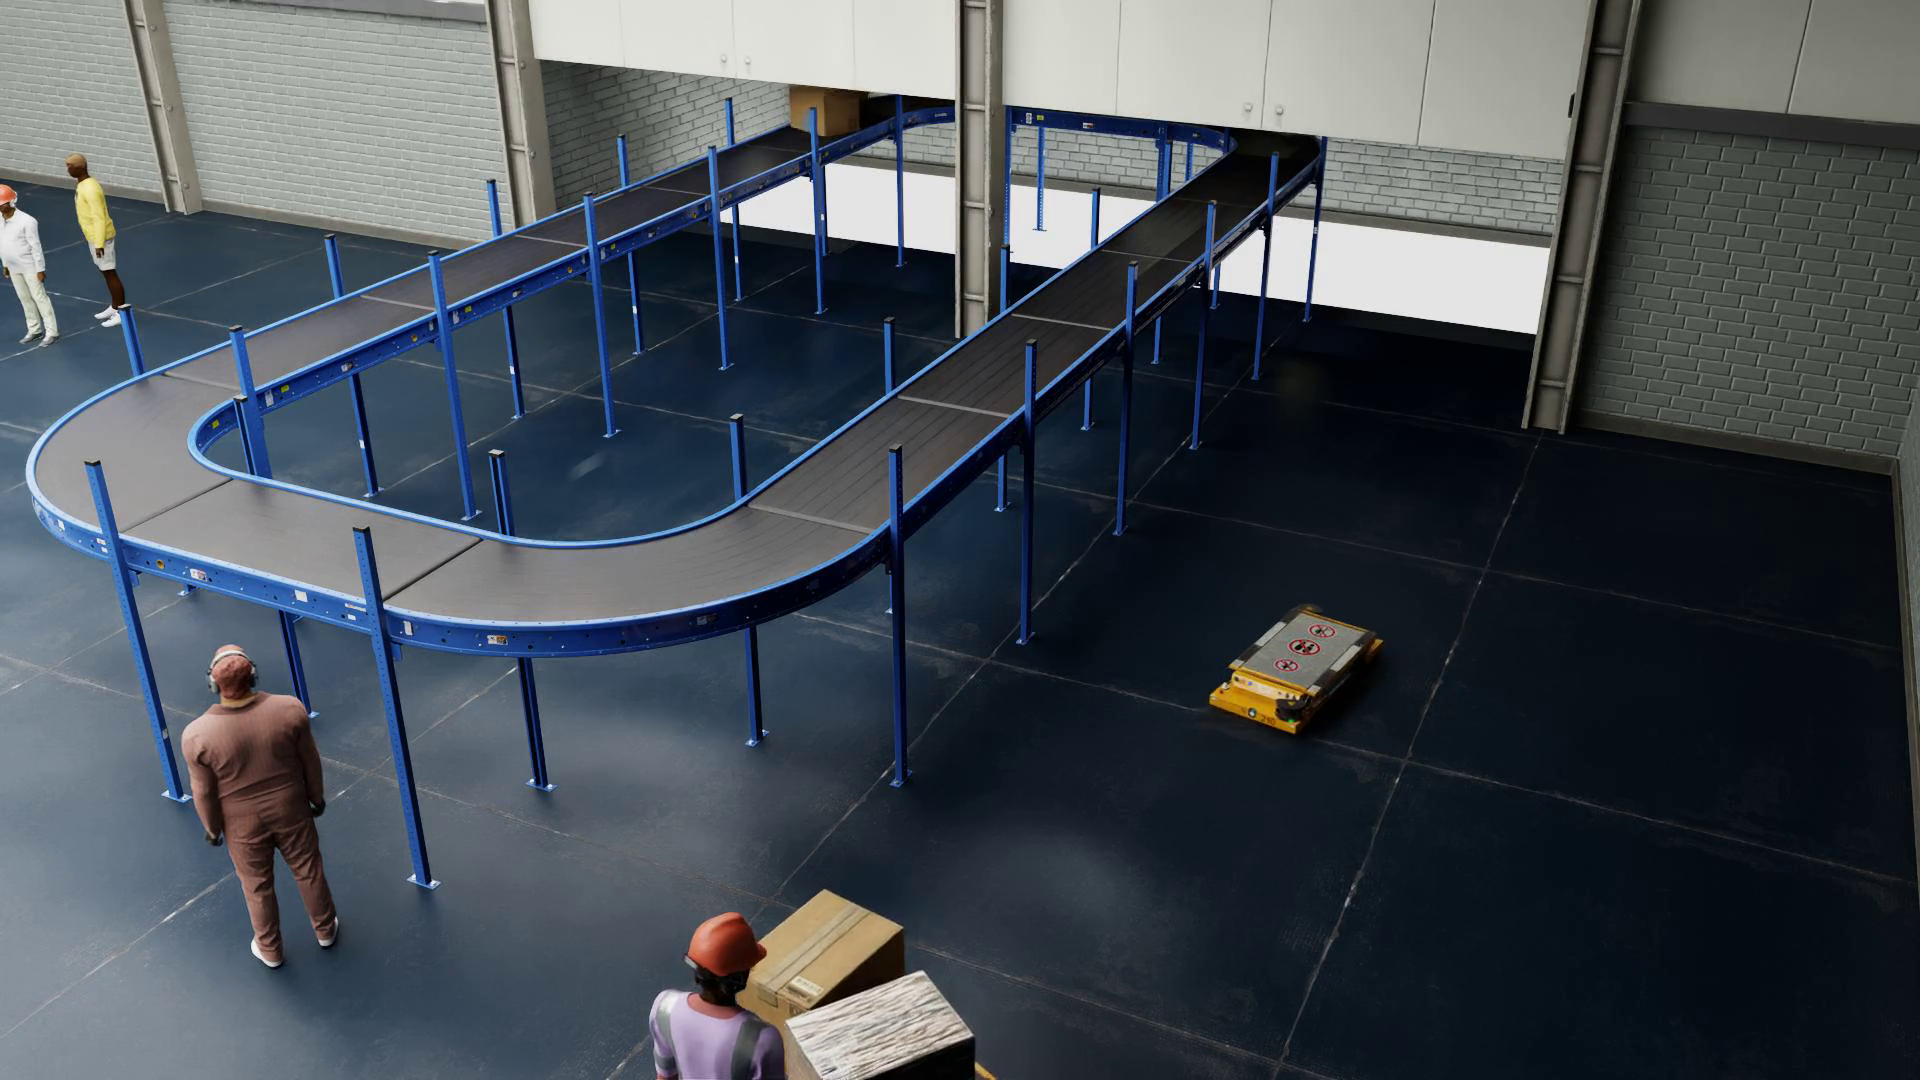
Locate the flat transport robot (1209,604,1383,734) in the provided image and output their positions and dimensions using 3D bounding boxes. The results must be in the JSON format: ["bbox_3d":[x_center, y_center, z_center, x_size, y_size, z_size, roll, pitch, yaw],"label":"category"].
[{"bbox_3d":[2.385,0.885,11.693,0.659,0.231,1.431,18,32,32],"label":"flat transport robot"}]

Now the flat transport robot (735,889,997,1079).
[{"bbox_3d":[-0.540,2.755,7.926,1.431,0.231,0.659,-20,33,-35],"label":"flat transport robot"}]

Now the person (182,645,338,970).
[{"bbox_3d":[-3.684,1.410,8.797,0.638,1.908,0.413,-16,31,-29],"label":"person"}]

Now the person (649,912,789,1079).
[{"bbox_3d":[-0.912,2.367,6.725,0.604,2.036,0.389,12,29,23],"label":"person"}]

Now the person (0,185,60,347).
[{"bbox_3d":[-9.997,-2.927,17.716,0.561,1.743,0.347,9,28,18],"label":"person"}]

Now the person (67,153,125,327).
[{"bbox_3d":[-9.505,-3.317,18.327,0.376,1.901,0.541,-17,31,-31],"label":"person"}]
